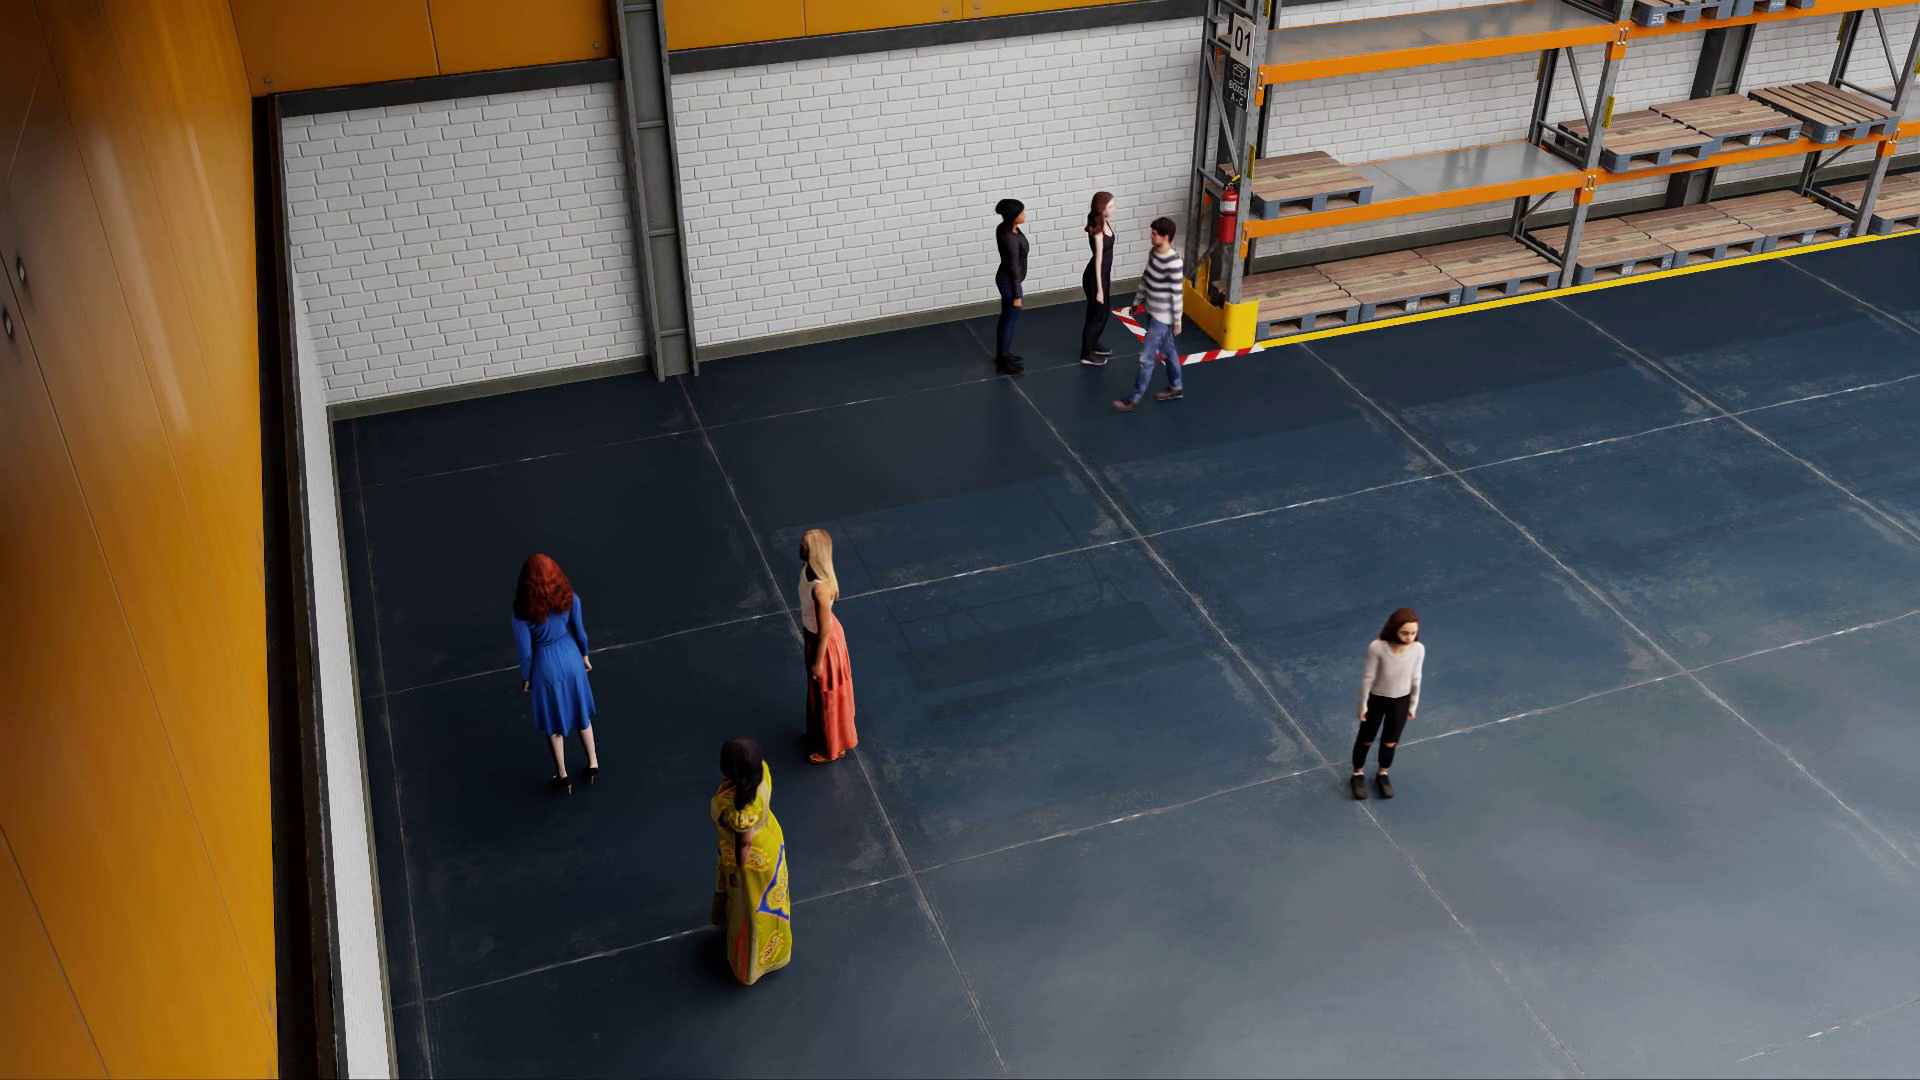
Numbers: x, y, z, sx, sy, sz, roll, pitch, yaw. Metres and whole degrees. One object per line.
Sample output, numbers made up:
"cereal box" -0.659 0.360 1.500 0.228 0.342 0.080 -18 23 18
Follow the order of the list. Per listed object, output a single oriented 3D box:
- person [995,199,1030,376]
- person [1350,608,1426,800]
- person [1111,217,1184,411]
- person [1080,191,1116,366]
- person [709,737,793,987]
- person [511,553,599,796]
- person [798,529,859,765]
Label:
"person" 0.459 -2.392 15.674 0.605 1.746 0.663 -4 34 -7
"person" 2.755 1.034 10.757 0.515 1.483 0.659 -1 34 -1
"person" 1.912 -2.054 15.100 1.023 1.819 0.725 -8 34 -11
"person" 1.298 -2.502 15.845 0.690 1.740 0.671 7 34 11
"person" -1.197 1.768 9.492 0.941 1.660 0.968 1 34 1
"person" -2.595 0.872 10.690 0.569 1.827 0.722 -19 38 -26
"person" -0.902 0.689 10.987 0.604 1.803 0.645 -7 34 -11
